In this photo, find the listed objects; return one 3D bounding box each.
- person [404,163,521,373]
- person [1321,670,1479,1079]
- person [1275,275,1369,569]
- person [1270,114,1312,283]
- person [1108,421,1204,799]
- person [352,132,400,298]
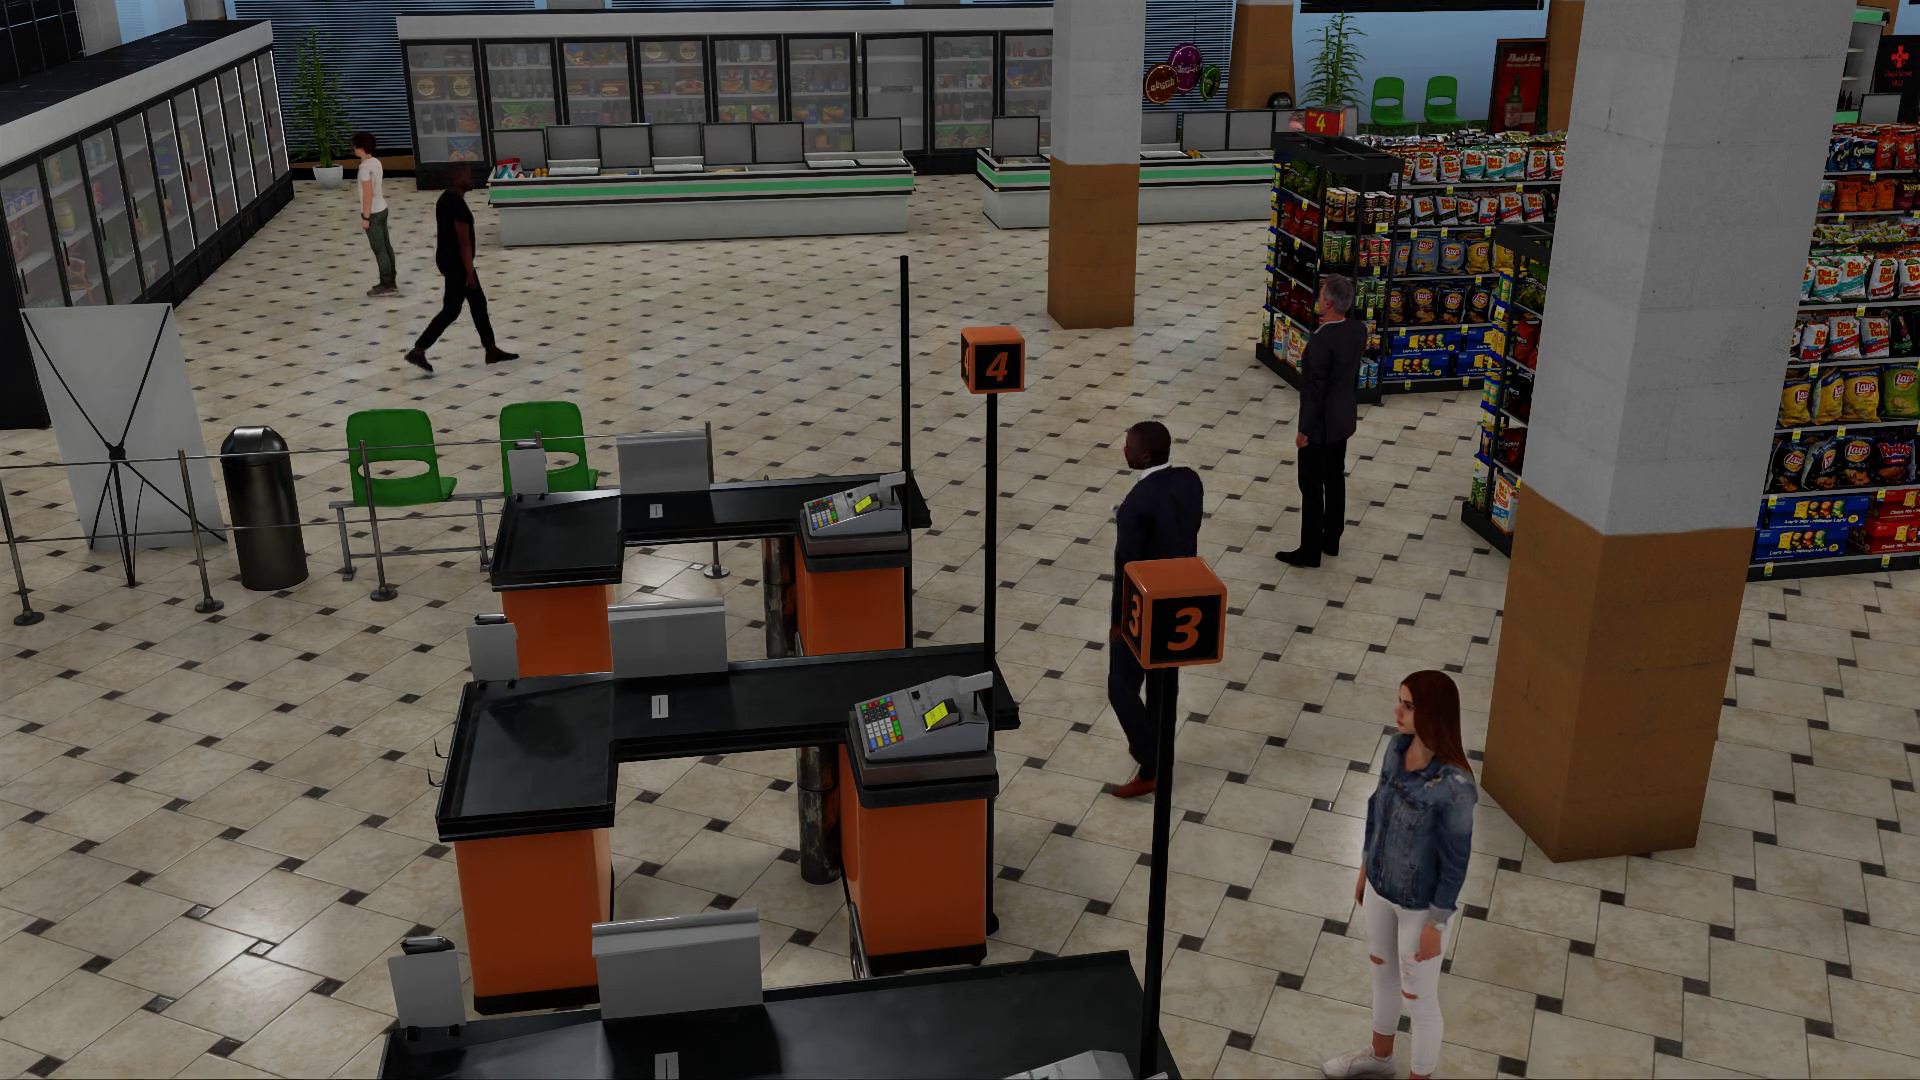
[{"bbox_3d":[-4.410,-2.291,14.258,1.296,1.774,0.926,-11,25,-26],"label":"person"},{"bbox_3d":[1.536,1.208,5.644,0.580,1.702,0.657,-8,23,-19],"label":"person"},{"bbox_3d":[2.265,-0.743,10.314,0.860,1.842,0.772,18,28,38],"label":"person"},{"bbox_3d":[3.403,-3.364,16.817,0.938,1.855,0.997,14,26,32],"label":"person"},{"bbox_3d":[0.896,0.319,7.705,0.899,1.816,0.987,-13,25,-29],"label":"person"},{"bbox_3d":[-5.987,-3.336,17.018,0.577,1.654,0.609,0,22,-1],"label":"person"}]
